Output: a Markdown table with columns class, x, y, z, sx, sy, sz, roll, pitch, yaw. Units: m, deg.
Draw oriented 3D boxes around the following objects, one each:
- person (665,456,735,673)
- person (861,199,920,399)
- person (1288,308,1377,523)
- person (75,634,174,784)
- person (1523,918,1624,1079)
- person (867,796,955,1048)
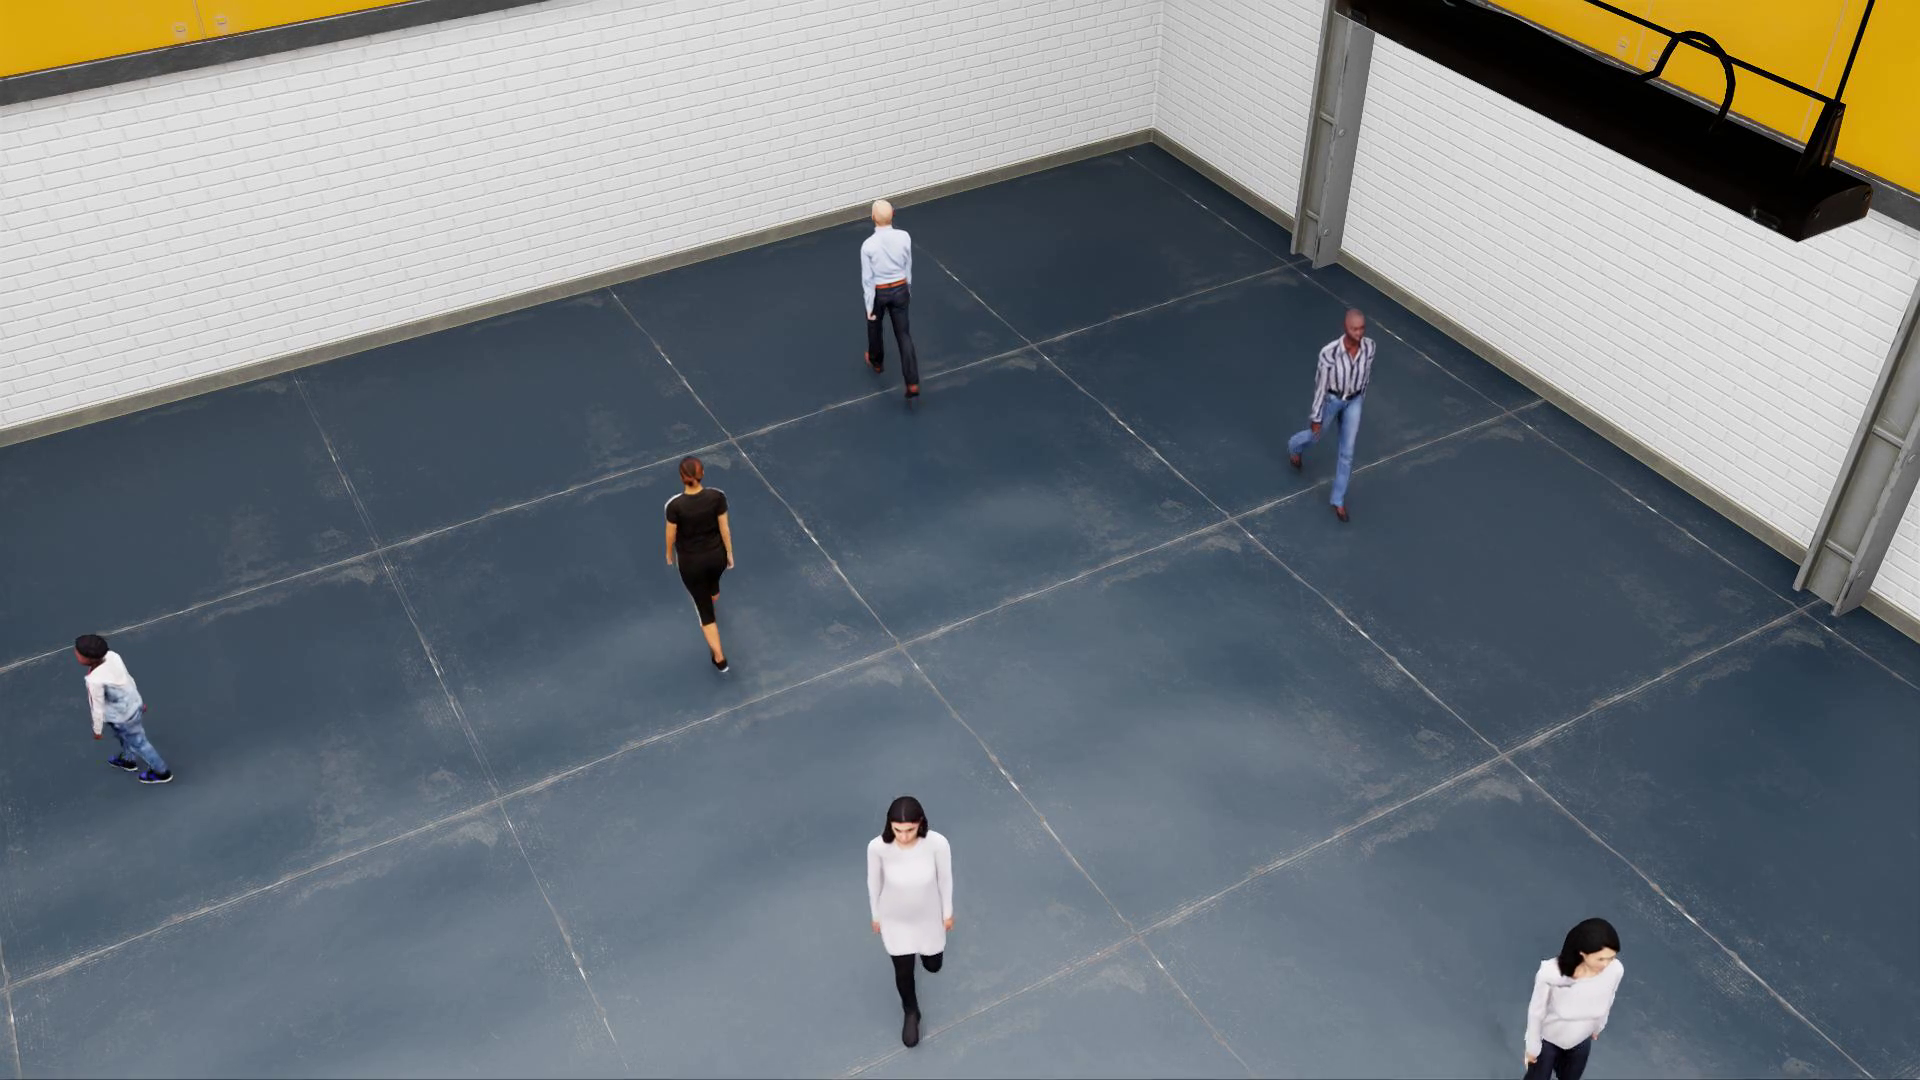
| class | x | y | z | sx | sy | sz | roll | pitch | yaw |
| --- | --- | --- | --- | --- | --- | --- | --- | --- | --- |
| person | -1.766 | 0.178 | 11.510 | 0.711 | 1.628 | 1.141 | -14 | 41 | -17 |
| person | -0.572 | -2.024 | 14.162 | 0.798 | 1.759 | 1.261 | -12 | 40 | -14 |
| person | 2.891 | -1.069 | 12.966 | 0.827 | 1.759 | 1.183 | -9 | 40 | -11 |
| person | -5.328 | 1.096 | 10.666 | 0.737 | 1.246 | 0.718 | 1 | 39 | 1 |
| person | 3.081 | 2.457 | 8.612 | 0.826 | 1.684 | 0.944 | -2 | 39 | -2 |
| person | -0.245 | 1.991 | 9.108 | 0.872 | 1.792 | 1.009 | 0 | 39 | 0 |
